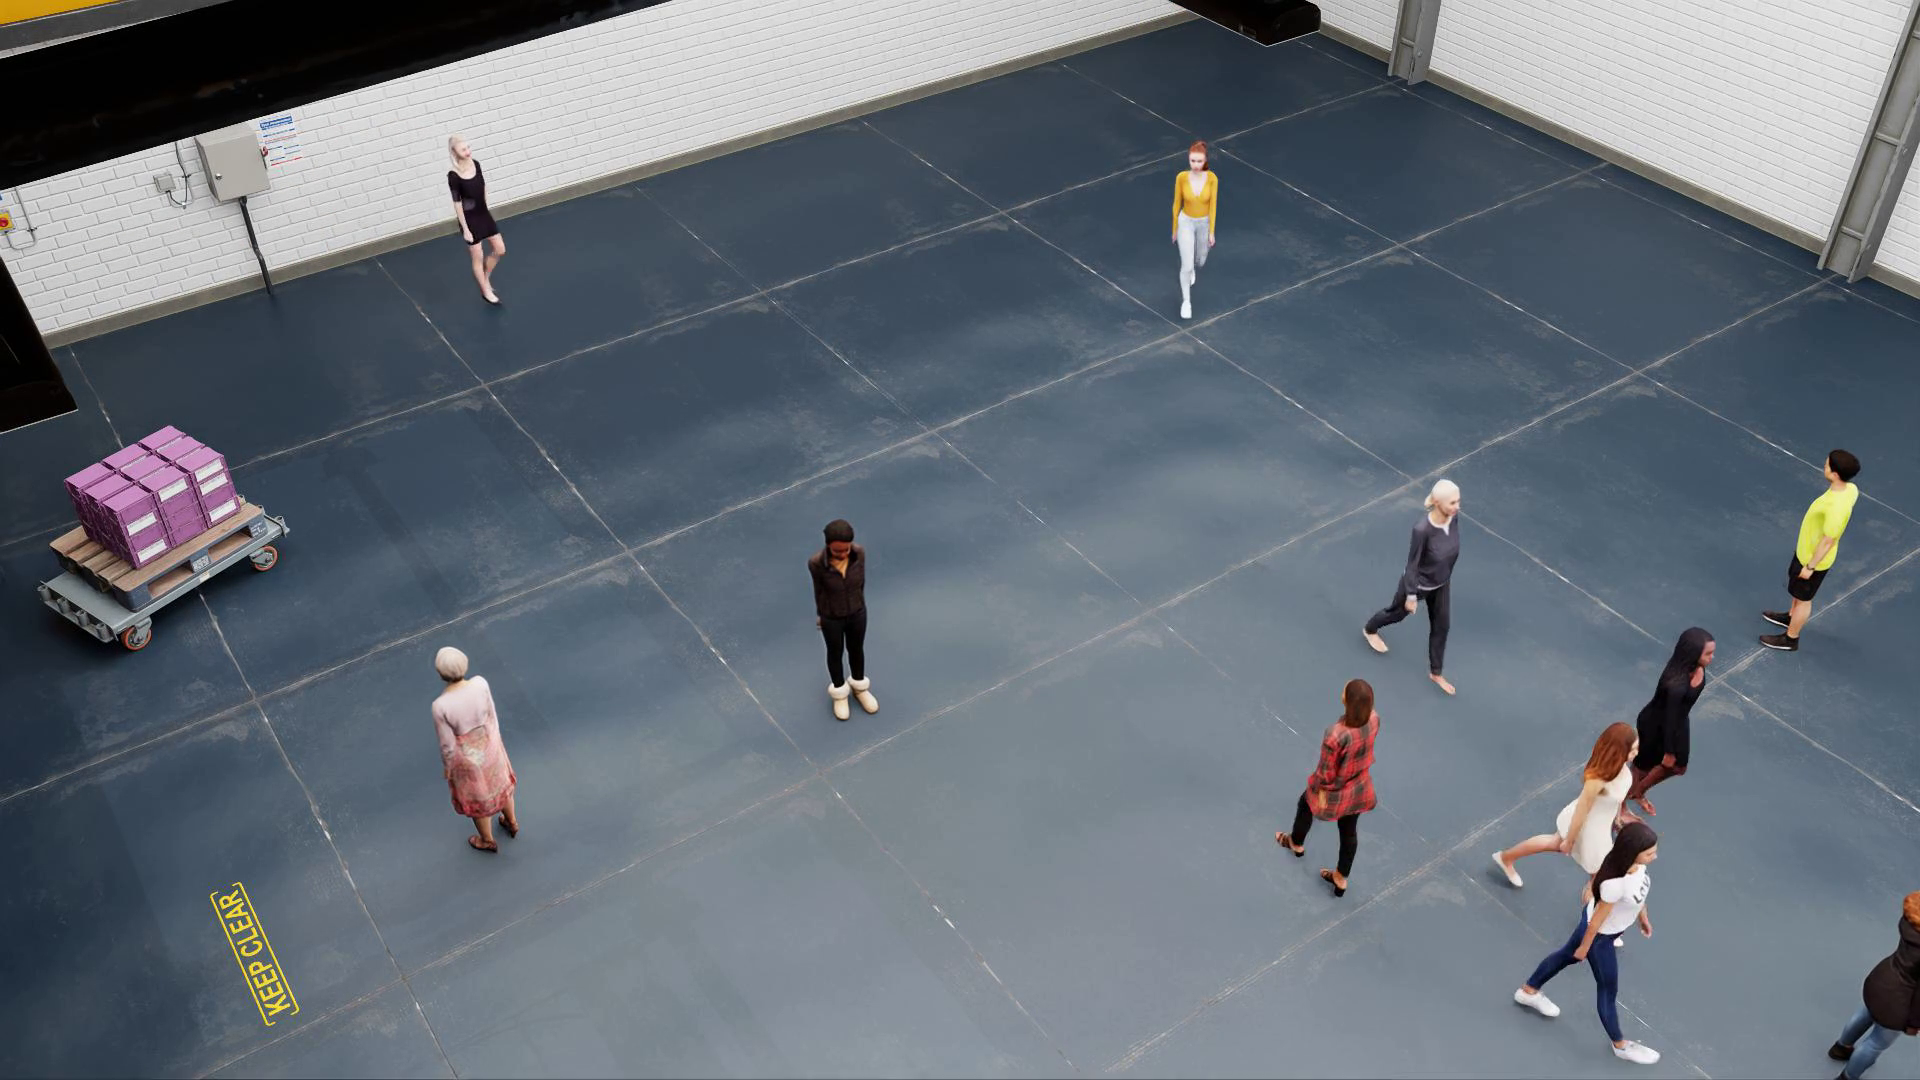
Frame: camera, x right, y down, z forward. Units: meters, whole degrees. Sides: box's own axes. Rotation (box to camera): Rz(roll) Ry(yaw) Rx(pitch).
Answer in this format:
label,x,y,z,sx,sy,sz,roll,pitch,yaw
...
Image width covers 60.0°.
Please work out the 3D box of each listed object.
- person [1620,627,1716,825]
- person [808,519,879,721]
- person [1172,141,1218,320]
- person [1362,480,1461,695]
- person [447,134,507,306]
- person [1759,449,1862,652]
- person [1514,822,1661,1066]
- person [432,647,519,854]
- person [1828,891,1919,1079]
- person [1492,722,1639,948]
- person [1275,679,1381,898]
label,x,y,z,sx,sy,sz,roll,pitch,yaw
person,4.456,1.195,10.761,0.657,1.712,0.660,29,47,31
person,-0.830,0.501,11.673,0.660,1.659,0.608,-23,44,-26
person,2.250,-3.035,16.045,0.920,1.730,1.057,1,39,1
person,3.278,0.251,11.964,0.651,1.687,1.074,-22,44,-25
person,-4.752,-3.077,16.027,0.761,1.817,0.726,16,41,19
person,6.282,0.066,12.181,0.679,1.706,0.692,18,42,22
person,3.557,2.194,9.491,1.153,1.737,0.881,21,43,24
person,-3.090,1.343,10.593,0.637,1.692,0.643,28,46,30
person,5.204,2.490,9.204,0.773,1.632,0.724,9,39,11
person,3.754,1.697,10.163,1.199,1.674,0.793,25,45,28
person,2.417,1.579,10.309,0.658,1.678,0.850,-20,43,-23
